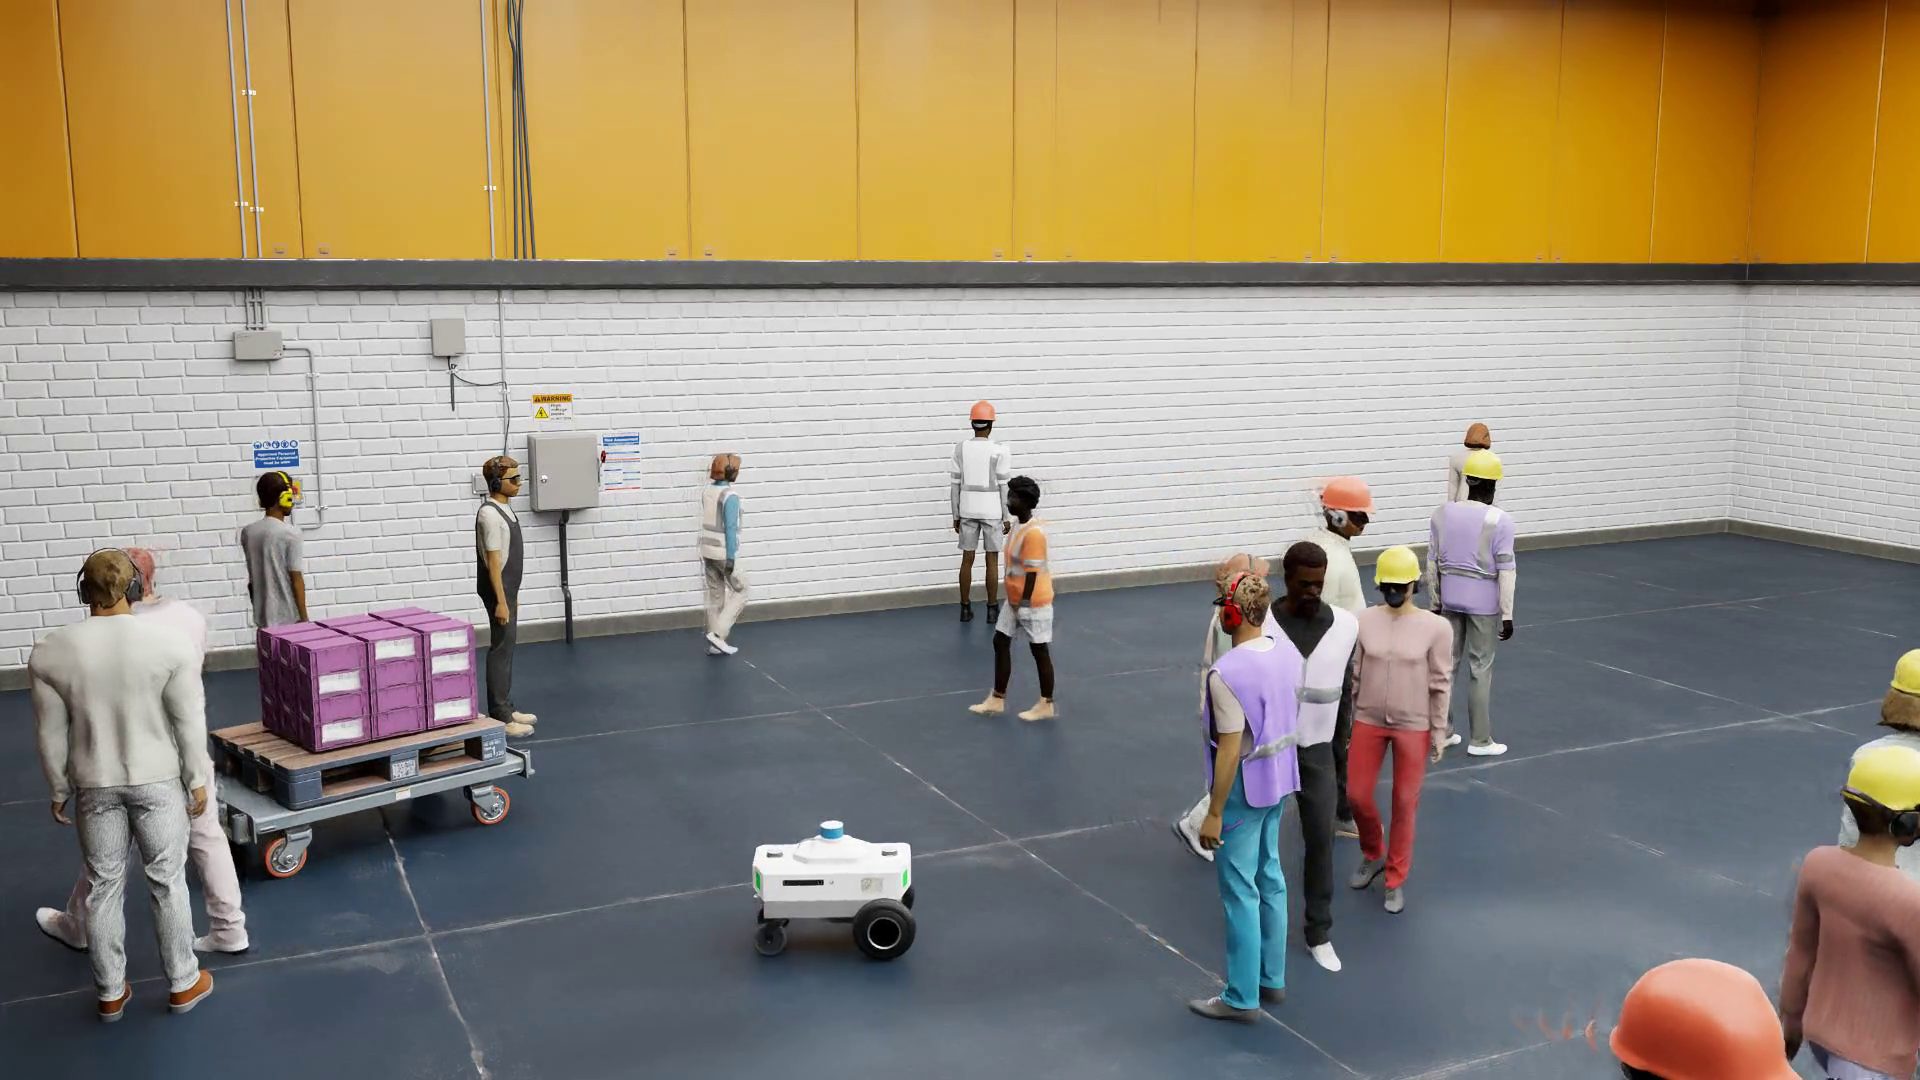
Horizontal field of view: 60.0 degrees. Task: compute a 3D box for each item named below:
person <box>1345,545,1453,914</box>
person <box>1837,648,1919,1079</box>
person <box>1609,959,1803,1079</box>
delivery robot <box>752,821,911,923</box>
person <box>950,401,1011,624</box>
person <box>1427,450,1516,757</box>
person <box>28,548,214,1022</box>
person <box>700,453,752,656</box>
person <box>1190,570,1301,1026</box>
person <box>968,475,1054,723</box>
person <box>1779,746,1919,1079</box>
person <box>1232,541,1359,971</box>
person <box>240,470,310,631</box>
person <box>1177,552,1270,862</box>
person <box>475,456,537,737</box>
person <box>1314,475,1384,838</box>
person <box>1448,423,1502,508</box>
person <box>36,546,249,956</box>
[{"bbox_3d":[2.063,0.889,7.942,0.528,1.760,0.381,4,10,25],"label":"person"},{"bbox_3d":[3.335,1.237,5.855,0.495,1.735,0.338,1,9,5],"label":"person"},{"bbox_3d":[1.210,1.631,2.818,0.548,1.919,0.569,7,12,38],"label":"person"},{"bbox_3d":[-0.576,1.512,7.496,0.707,0.478,0.477,0,9,-2],"label":"delivery robot"},{"bbox_3d":[0.191,-0.241,14.416,0.545,1.929,0.389,3,10,20],"label":"person"},{"bbox_3d":[3.229,0.394,10.474,0.383,1.924,0.594,-8,12,-40],"label":"person"},{"bbox_3d":[-3.376,0.991,6.746,0.627,1.937,0.372,-2,9,-13],"label":"person"},{"bbox_3d":[-1.861,0.119,13.109,0.364,1.623,0.509,-7,12,-39],"label":"person"},{"bbox_3d":[1.173,1.039,6.728,0.373,1.843,0.572,7,12,37],"label":"person"},{"bbox_3d":[0.333,0.409,11.128,0.683,1.671,0.552,-2,9,-15],"label":"person"},{"bbox_3d":[2.535,1.428,4.714,0.913,1.723,0.526,-1,9,-4],"label":"person"},{"bbox_3d":[1.474,0.926,7.463,0.605,1.898,0.833,-1,9,-7],"label":"person"},{"bbox_3d":[-4.058,0.508,10.010,0.551,1.846,0.394,5,10,27],"label":"person"},{"bbox_3d":[1.382,0.864,8.487,0.372,1.622,0.541,2,9,10],"label":"person"},{"bbox_3d":[-2.988,0.364,10.913,0.336,1.845,0.513,-1,9,-9],"label":"person"},{"bbox_3d":[1.927,0.620,8.927,0.679,1.971,0.617,2,9,12],"label":"person"},{"bbox_3d":[4.821,-0.285,15.617,0.500,1.629,0.271,7,11,36],"label":"person"},{"bbox_3d":[-3.633,0.943,7.359,0.995,1.841,0.625,3,10,20],"label":"person"}]
